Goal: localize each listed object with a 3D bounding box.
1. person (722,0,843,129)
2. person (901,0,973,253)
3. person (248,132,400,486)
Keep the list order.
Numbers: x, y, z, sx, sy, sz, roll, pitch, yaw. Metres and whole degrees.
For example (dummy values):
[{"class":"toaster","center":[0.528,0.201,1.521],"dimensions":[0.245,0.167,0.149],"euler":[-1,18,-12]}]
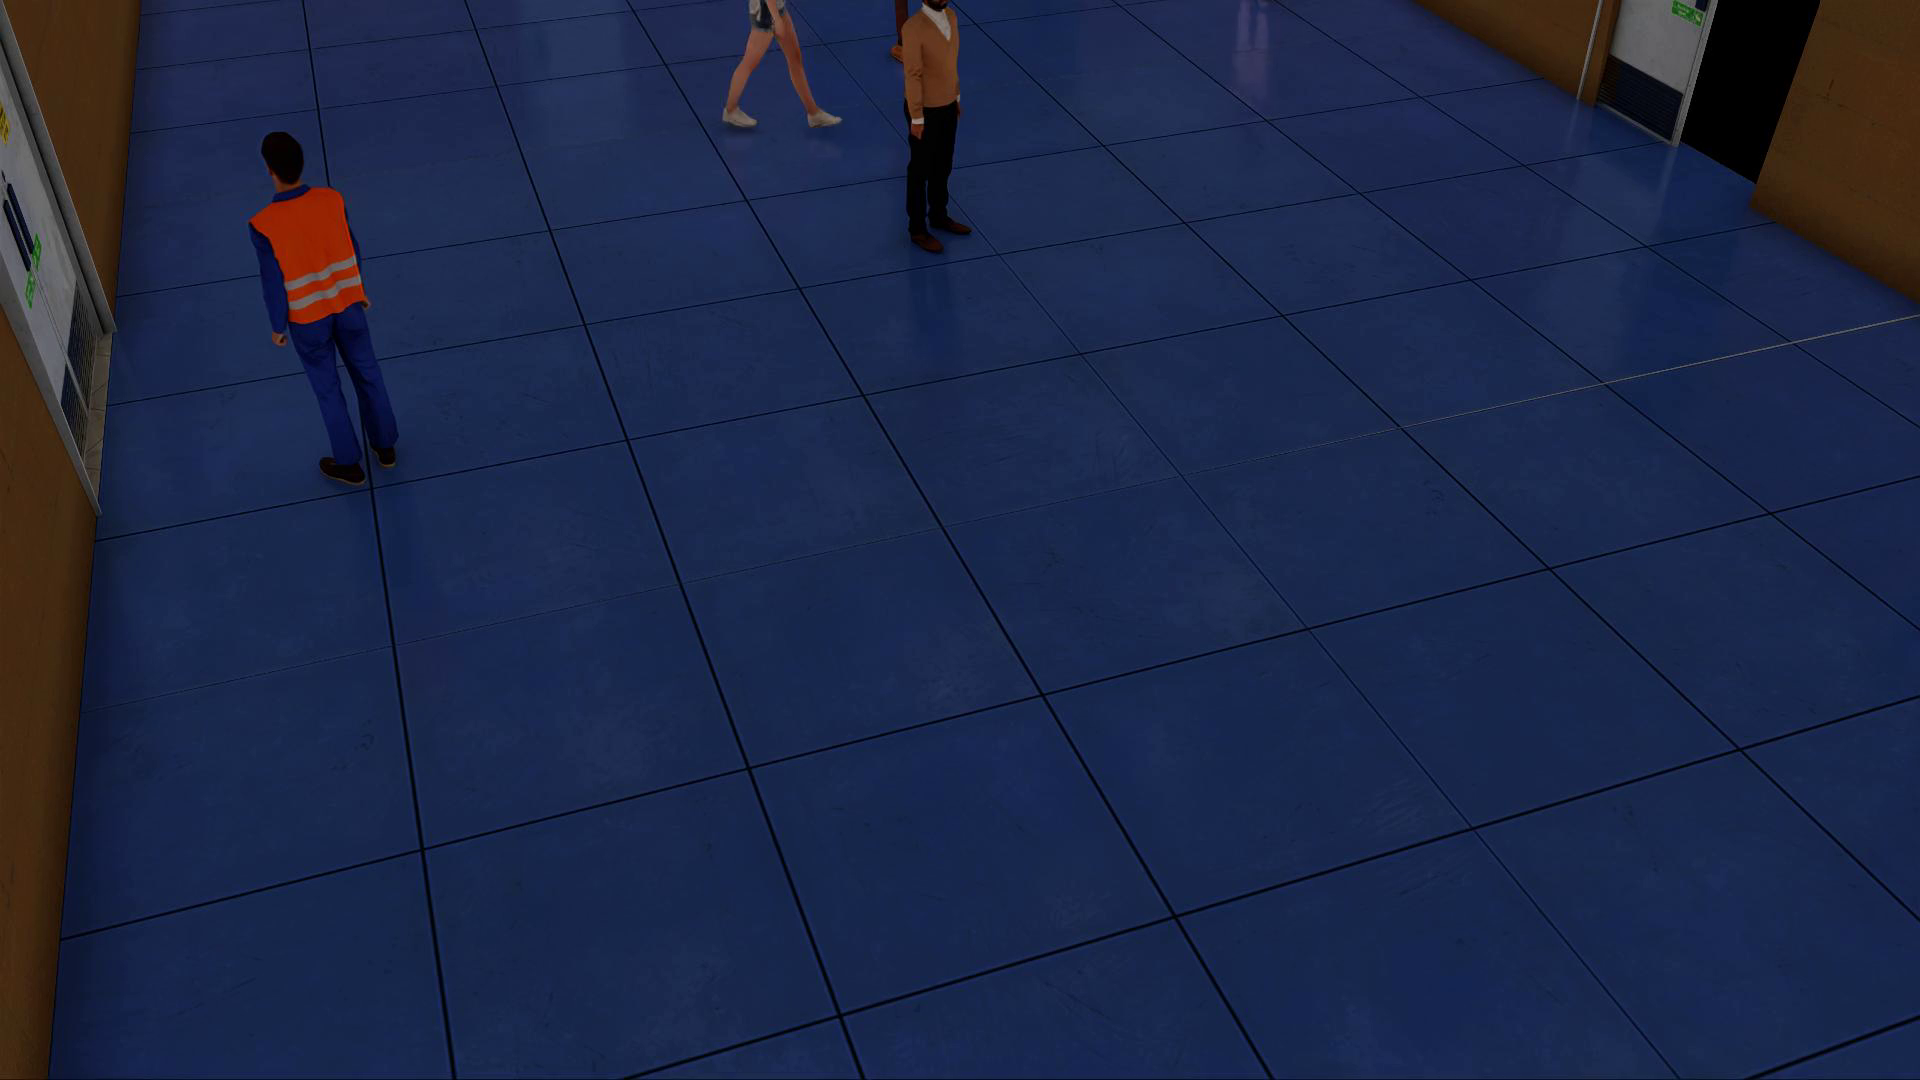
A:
[{"class":"person","center":[-1.455,-3.692,11.758],"dimensions":[1.203,1.712,0.964],"euler":[5,37,7]},{"class":"person","center":[-0.175,-2.703,10.404],"dimensions":[0.816,1.755,0.728],"euler":[21,42,26]},{"class":"person","center":[-3.144,-1.127,8.213],"dimensions":[0.838,1.864,0.718],"euler":[28,45,32]}]
